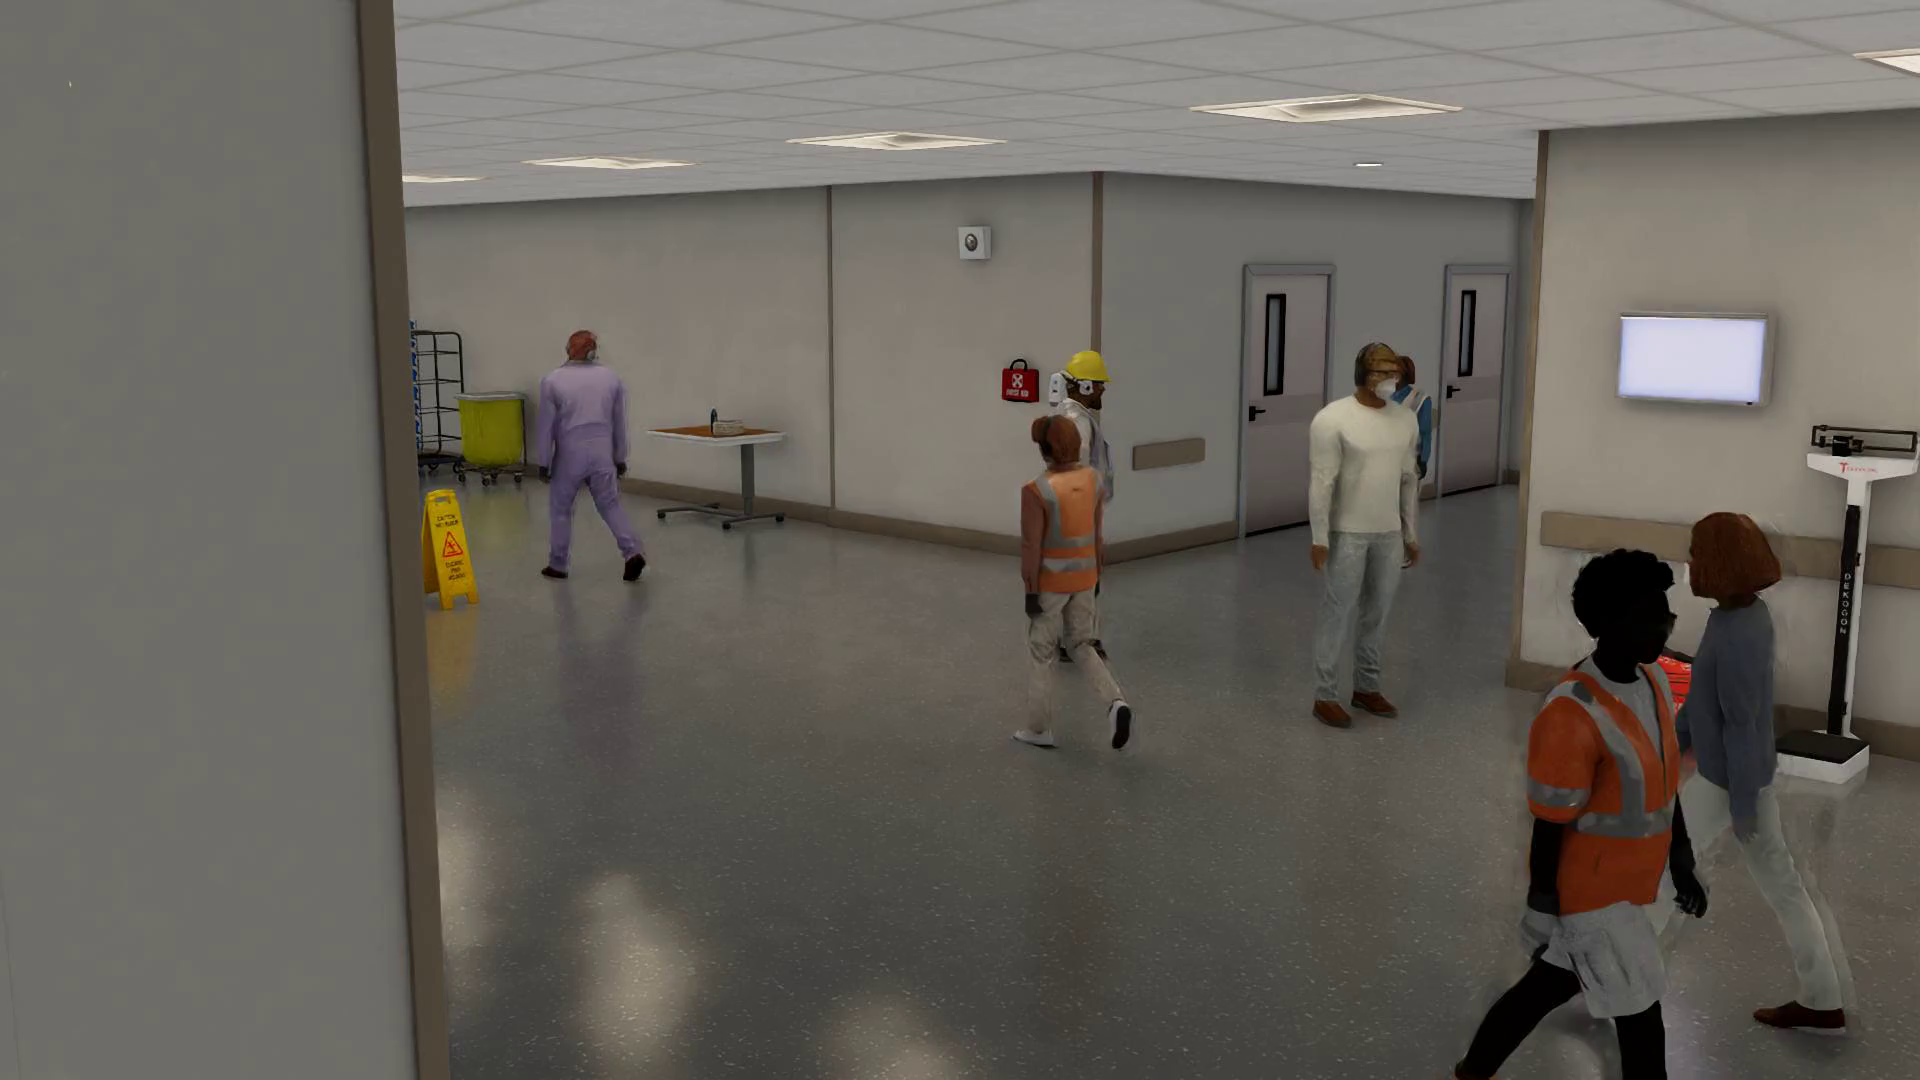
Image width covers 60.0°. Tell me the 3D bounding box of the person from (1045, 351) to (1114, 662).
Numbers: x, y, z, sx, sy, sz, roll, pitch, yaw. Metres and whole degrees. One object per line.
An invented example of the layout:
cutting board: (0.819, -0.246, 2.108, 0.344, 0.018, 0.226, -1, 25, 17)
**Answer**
person: (0.702, -0.196, 9.787, 0.403, 1.824, 0.591, -1, 9, -4)

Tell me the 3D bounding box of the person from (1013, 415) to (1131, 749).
person: (0.519, 0.218, 7.850, 0.523, 1.620, 0.588, -7, 11, -35)

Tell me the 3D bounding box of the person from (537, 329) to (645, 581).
person: (-2.752, -0.609, 12.222, 0.681, 1.866, 0.878, -7, 12, -37)

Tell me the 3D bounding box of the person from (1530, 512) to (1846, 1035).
person: (2.269, 0.699, 5.027, 0.898, 1.580, 0.506, 6, 11, 30)

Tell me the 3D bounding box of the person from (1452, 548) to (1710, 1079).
person: (1.560, 0.824, 4.057, 0.859, 1.651, 0.542, 7, 12, 38)

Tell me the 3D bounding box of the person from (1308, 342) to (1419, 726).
person: (2.044, -0.032, 8.439, 0.640, 1.937, 0.367, -4, 10, -24)

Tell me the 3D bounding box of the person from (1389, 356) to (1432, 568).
person: (3.381, -0.604, 12.849, 0.518, 1.636, 0.312, 8, 12, 39)
